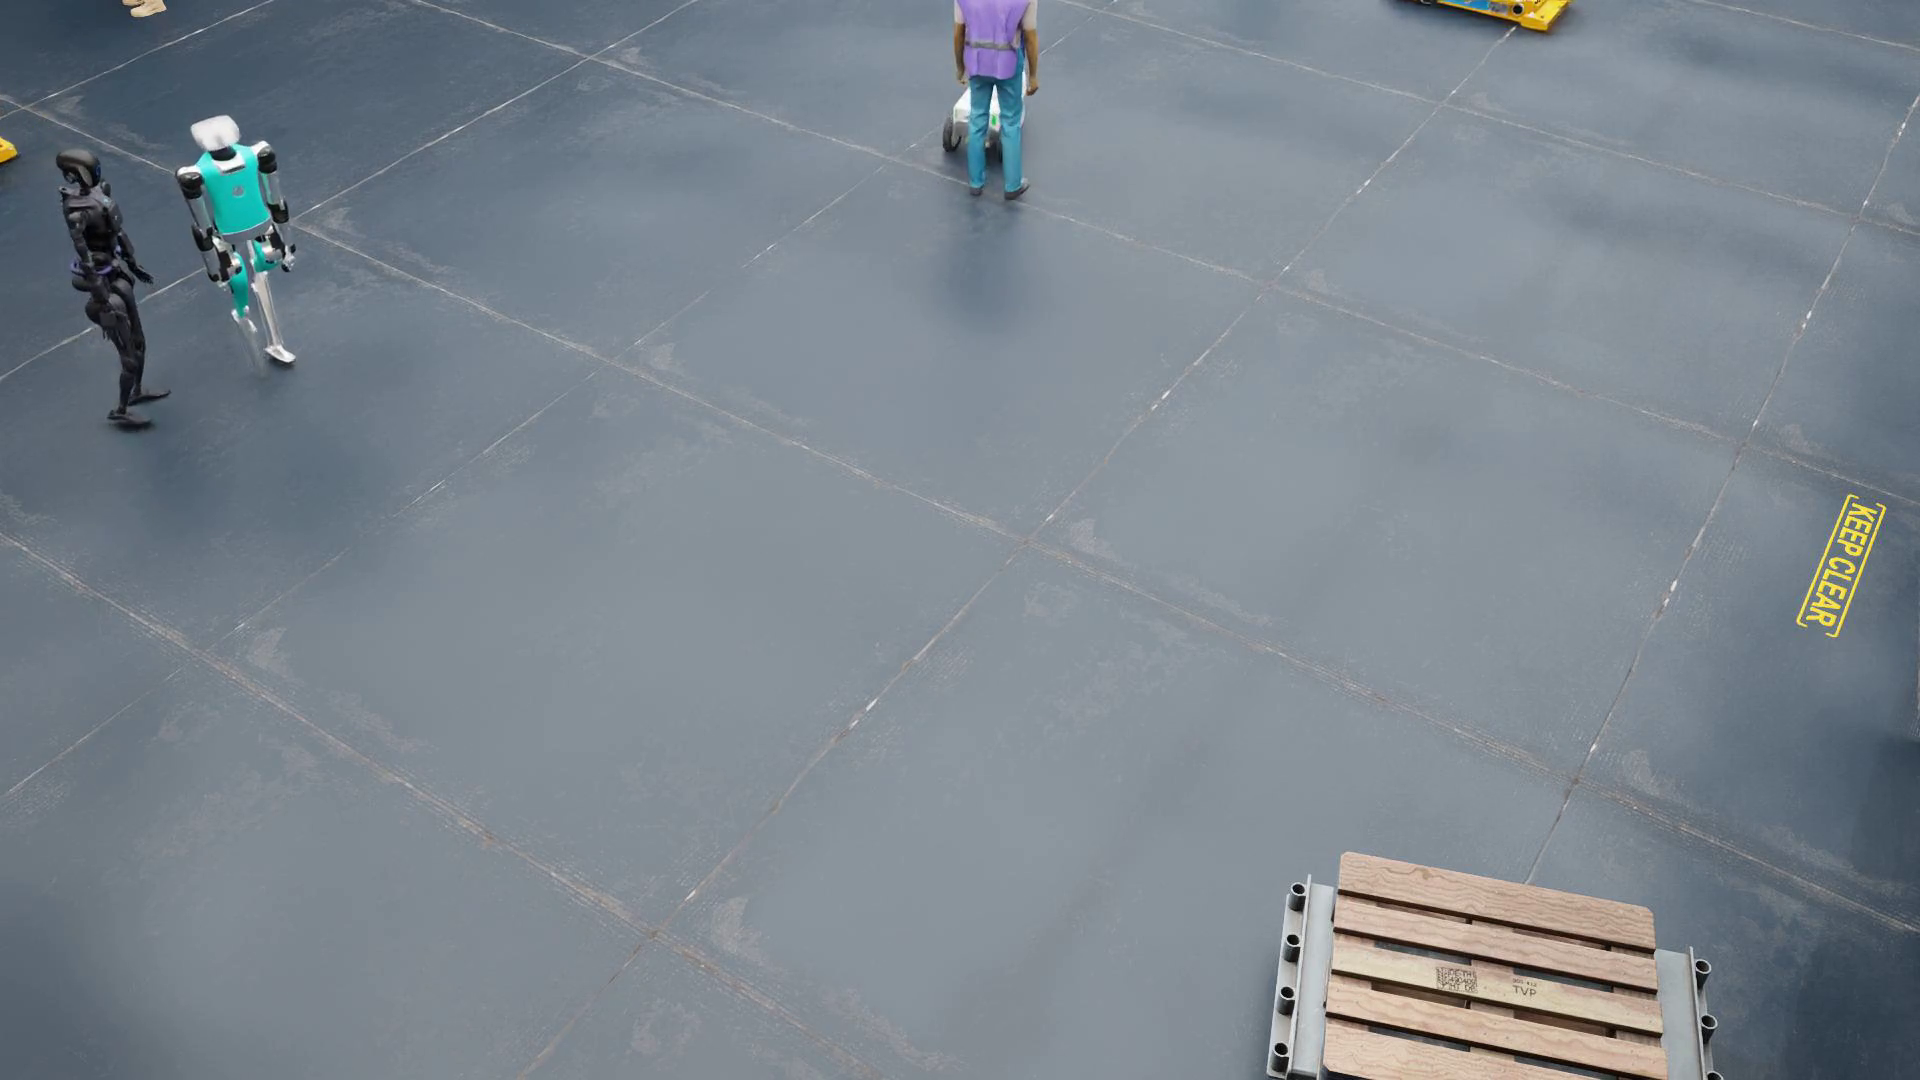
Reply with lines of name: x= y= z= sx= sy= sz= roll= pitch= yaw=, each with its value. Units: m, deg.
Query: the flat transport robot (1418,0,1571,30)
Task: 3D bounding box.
flat transport robot: x=4.343 y=-4.637 z=13.968 sx=1.431 sy=0.231 sz=0.659 roll=23 pitch=47 yaw=24

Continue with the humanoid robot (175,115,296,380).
humanoid robot: x=-4.152 y=-1.652 z=9.610 sx=0.533 sy=1.868 sz=0.802 roll=-30 pitch=50 yaw=-29

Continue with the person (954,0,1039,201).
person: x=0.236 y=-3.132 z=11.101 sx=0.569 sy=1.843 sz=0.373 roll=10 pitch=43 yaw=11

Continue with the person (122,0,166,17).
person: x=-6.825 y=-5.110 z=13.387 sx=0.310 sy=1.746 sz=0.490 roll=-23 pitch=47 yaw=-23

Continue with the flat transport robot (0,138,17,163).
flat transport robot: x=-7.494 y=-2.594 z=11.682 sx=0.659 sy=0.231 sz=1.431 roll=27 pitch=48 yaw=27

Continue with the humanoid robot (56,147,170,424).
humanoid robot: x=-4.790 y=-1.439 z=9.345 sx=0.375 sy=1.640 sz=0.611 roll=-4 pitch=42 yaw=-5

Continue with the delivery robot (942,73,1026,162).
delivery robot: x=0.216 y=-3.132 z=12.061 sx=0.499 sy=0.584 sz=0.783 roll=14 pitch=44 yaw=15
